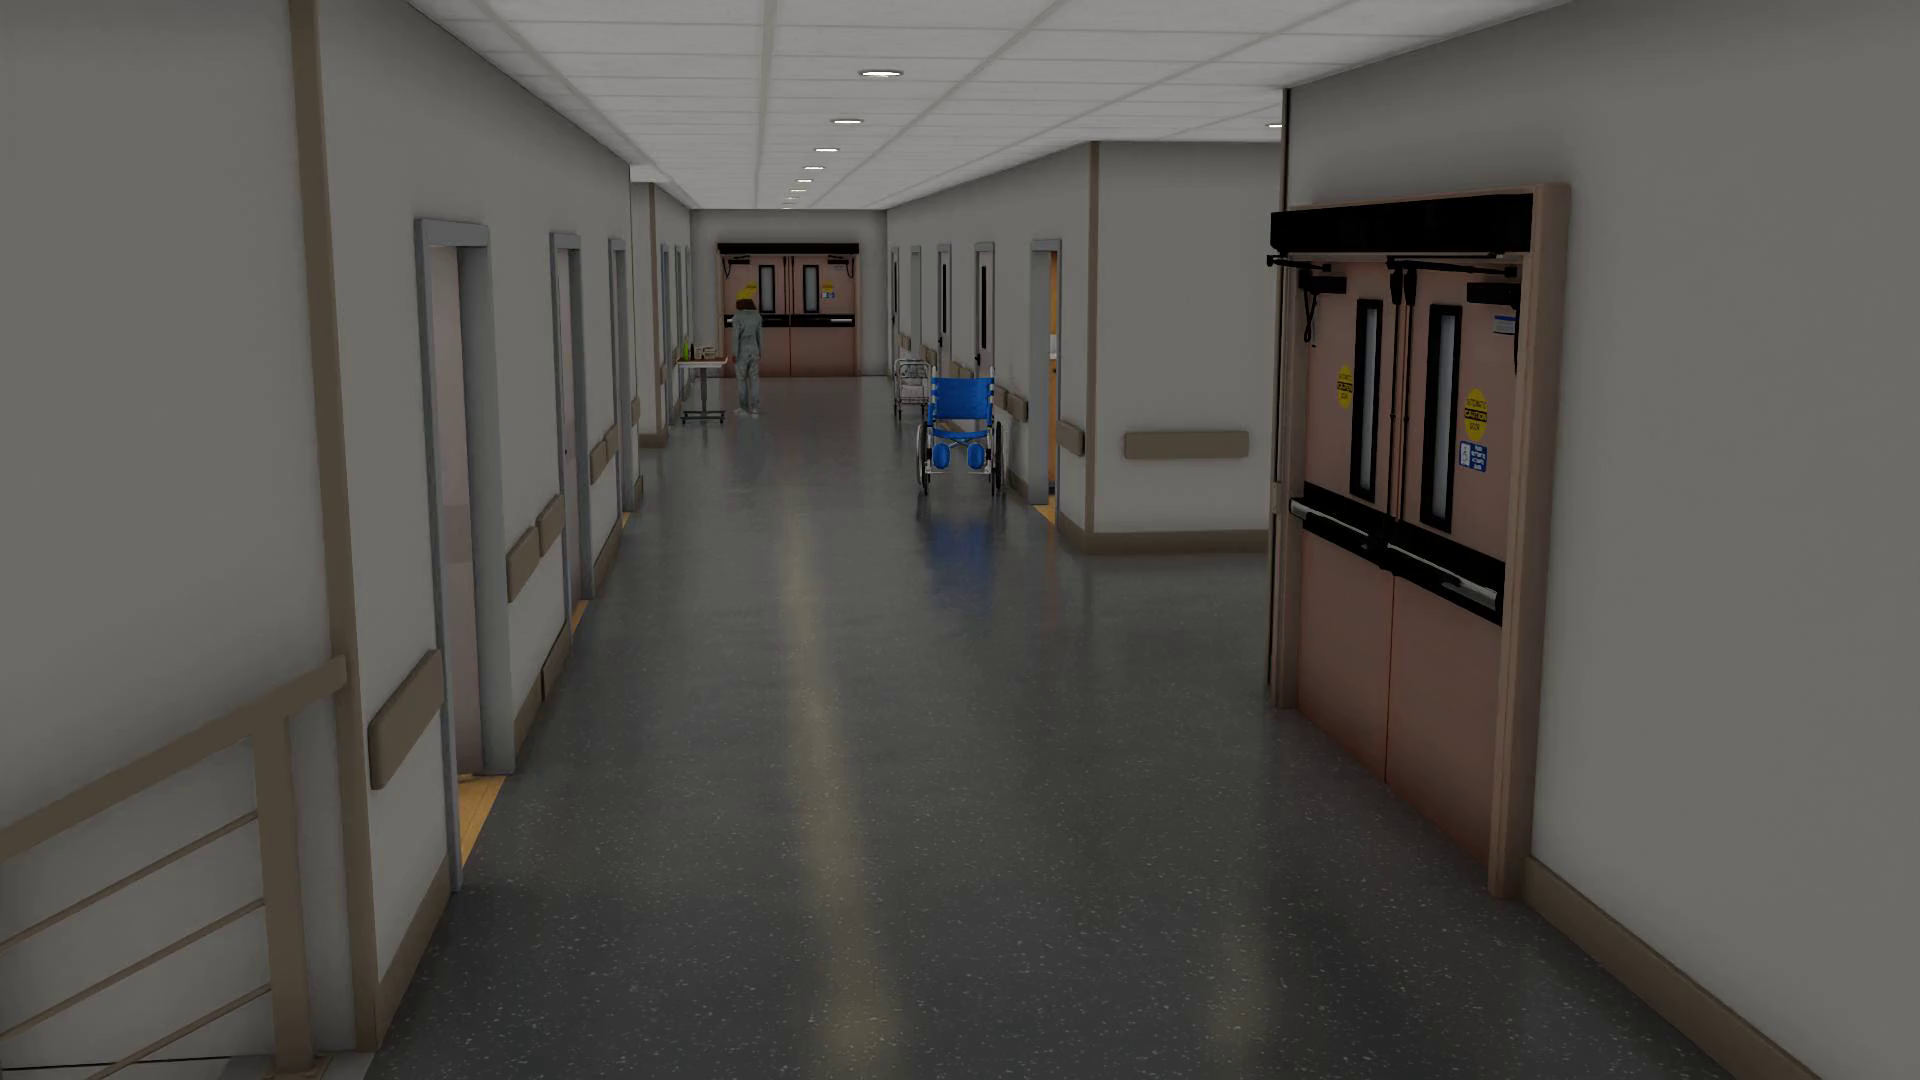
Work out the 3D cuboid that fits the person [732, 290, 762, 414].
[{"bbox_3d":[-2.972,-2.612,23.145,0.504,1.734,0.471,-8,13,-39],"label":"person"}]
